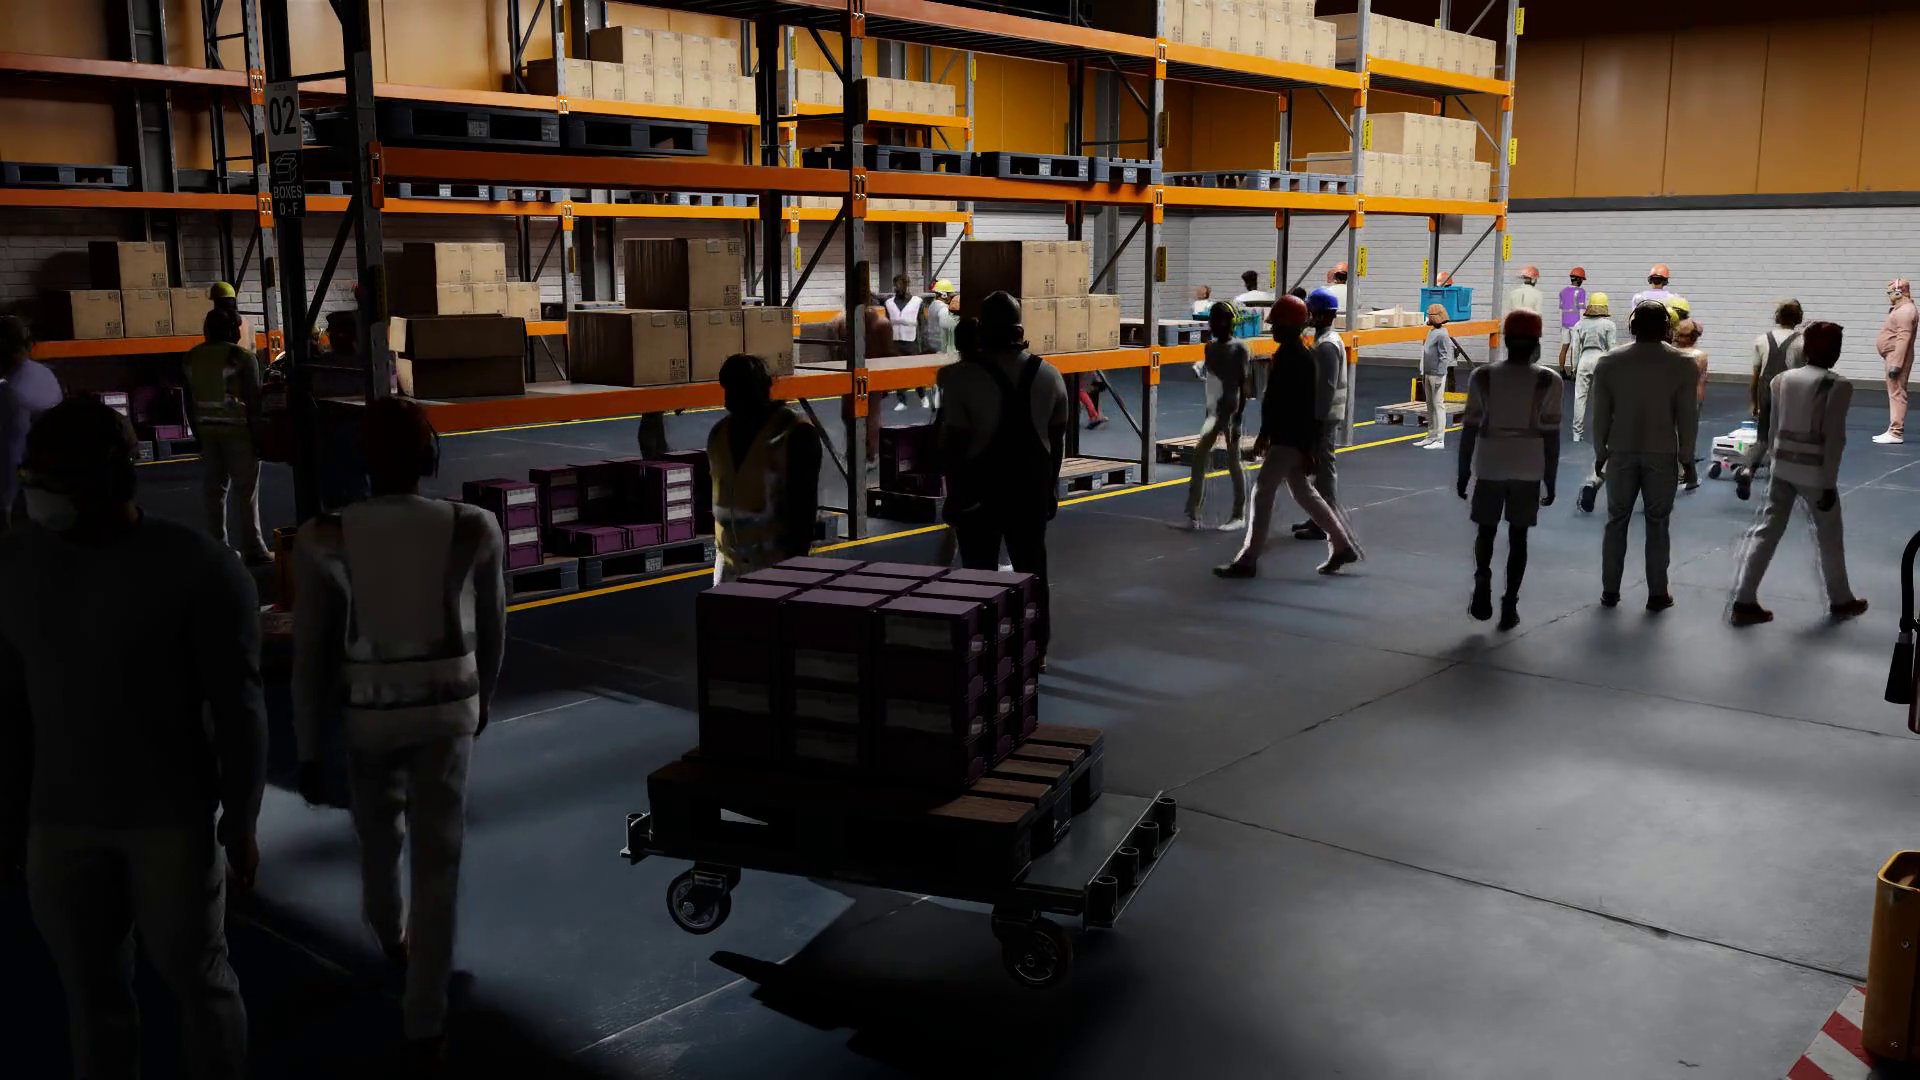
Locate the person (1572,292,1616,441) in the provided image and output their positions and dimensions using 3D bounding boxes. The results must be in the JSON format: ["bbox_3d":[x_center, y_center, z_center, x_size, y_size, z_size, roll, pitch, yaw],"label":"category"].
[{"bbox_3d":[7.387,-2.007,19.379,0.493,1.743,0.295,8,13,37],"label":"person"}]

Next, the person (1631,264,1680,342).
[{"bbox_3d":[9.277,-2.656,22.224,0.607,2.044,0.378,5,11,27],"label":"person"}]

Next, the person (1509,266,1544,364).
[{"bbox_3d":[8.858,-3.296,26.063,0.455,1.980,0.614,-8,13,-39],"label":"person"}]

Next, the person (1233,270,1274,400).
[{"bbox_3d":[4.371,-3.040,24.726,0.639,1.933,0.539,0,10,-2],"label":"person"}]

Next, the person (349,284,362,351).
[{"bbox_3d":[-6.537,-1.876,18.171,0.546,1.913,0.840,5,11,28],"label":"person"}]

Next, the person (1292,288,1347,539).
[{"bbox_3d":[2.811,-0.980,12.955,0.387,1.948,0.601,2,10,9],"label":"person"}]

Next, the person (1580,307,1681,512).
[{"bbox_3d":[5.709,-1.083,14.068,0.936,1.777,0.609,-6,12,-30],"label":"person"}]

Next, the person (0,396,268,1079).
[{"bbox_3d":[-1.887,0.637,3.775,0.632,1.936,0.359,0,10,2],"label":"person"}]

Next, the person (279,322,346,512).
[{"bbox_3d":[-4.578,-0.723,11.934,0.618,1.797,0.498,2,10,12],"label":"person"}]

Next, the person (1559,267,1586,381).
[{"bbox_3d":[10.425,-3.657,28.251,0.372,1.928,0.543,-5,11,-26],"label":"person"}]

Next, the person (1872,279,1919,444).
[{"bbox_3d":[10.811,-2.058,19.233,0.399,1.899,0.642,6,12,30],"label":"person"}]

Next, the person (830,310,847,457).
[{"bbox_3d":[-1.065,-1.817,18.082,0.626,1.821,0.625,9,14,43],"label":"person"}]

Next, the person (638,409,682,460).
[{"bbox_3d":[-2.862,-1.325,15.050,0.743,1.901,0.597,-9,13,-42],"label":"person"}]

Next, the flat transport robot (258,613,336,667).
[{"bbox_3d":[-3.435,0.528,9.136,1.431,0.197,0.652,-3,10,-16],"label":"flat transport robot"}]

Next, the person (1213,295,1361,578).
[{"bbox_3d":[2.287,-0.697,11.341,0.998,1.953,0.654,1,10,3],"label":"person"}]

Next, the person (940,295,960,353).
[{"bbox_3d":[-0.020,-2.420,22.036,0.497,1.636,0.284,5,11,25],"label":"person"}]

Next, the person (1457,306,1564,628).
[{"bbox_3d":[3.231,-0.414,9.816,0.584,1.911,0.628,4,11,23],"label":"person"}]

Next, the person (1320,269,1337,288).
[{"bbox_3d":[6.192,-3.545,27.672,0.404,1.906,0.651,-6,12,-30],"label":"person"}]

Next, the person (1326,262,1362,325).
[{"bbox_3d":[5.774,-3.192,25.272,0.605,2.045,0.377,1,10,5],"label":"person"}]

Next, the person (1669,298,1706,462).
[{"bbox_3d":[7.496,-1.645,17.332,0.814,1.727,0.533,-7,12,-34],"label":"person"}]

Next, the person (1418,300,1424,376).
[{"bbox_3d":[8.341,-3.710,29.374,0.522,1.639,0.305,4,11,21],"label":"person"}]

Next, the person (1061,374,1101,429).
[{"bbox_3d":[1.346,-2.229,20.729,0.926,1.714,0.506,6,12,32],"label":"person"}]

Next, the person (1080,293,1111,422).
[{"bbox_3d":[1.685,-2.319,21.331,0.612,1.676,0.546,-5,11,-28],"label":"person"}]

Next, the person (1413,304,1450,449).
[{"bbox_3d":[5.343,-1.843,18.761,0.279,1.633,0.501,-1,10,-5],"label":"person"}]

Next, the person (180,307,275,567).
[{"bbox_3d":[-5.184,-0.728,11.822,0.623,1.844,0.430,3,10,17],"label":"person"}]

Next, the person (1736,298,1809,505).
[{"bbox_3d":[7.105,-1.180,14.446,0.608,1.830,0.519,-9,13,-42],"label":"person"}]

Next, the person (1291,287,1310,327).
[{"bbox_3d":[5.181,-2.965,25.059,0.579,1.673,0.325,-4,11,-23],"label":"person"}]

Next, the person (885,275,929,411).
[{"bbox_3d":[-0.732,-2.762,23.314,0.636,1.882,0.743,4,11,21],"label":"person"}]

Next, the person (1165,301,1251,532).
[{"bbox_3d":[1.991,-0.949,13.101,0.840,1.831,0.543,-7,12,-36],"label":"person"}]

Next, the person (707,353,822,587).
[{"bbox_3d":[-0.842,0.049,7.533,0.626,1.805,0.935,5,11,28],"label":"person"}]

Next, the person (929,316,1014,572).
[{"bbox_3d":[0.076,-0.542,10.857,0.511,1.817,0.996,9,14,42],"label":"person"}]

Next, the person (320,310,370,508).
[{"bbox_3d":[-4.238,-0.700,11.690,0.584,1.828,0.484,7,12,33],"label":"person"}]

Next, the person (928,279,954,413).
[{"bbox_3d":[-0.227,-2.629,22.662,0.403,1.834,0.586,-3,11,-19],"label":"person"}]

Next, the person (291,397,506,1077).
[{"bbox_3d":[-1.593,0.505,4.807,0.570,1.829,1.007,-2,10,-14],"label":"person"}]

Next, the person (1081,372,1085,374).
[{"bbox_3d":[2.106,-3.868,29.935,0.335,1.759,0.529,2,10,12],"label":"person"}]

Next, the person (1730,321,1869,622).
[{"bbox_3d":[5.095,-0.404,10.036,1.005,1.828,0.590,-4,11,-23],"label":"person"}]

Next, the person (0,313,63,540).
[{"bbox_3d":[-4.967,-0.228,8.787,0.567,1.910,0.631,-3,10,-18],"label":"person"}]

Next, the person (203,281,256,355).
[{"bbox_3d":[-7.247,-1.595,16.515,0.382,1.924,0.594,4,11,24],"label":"person"}]

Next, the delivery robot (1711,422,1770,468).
[{"bbox_3d":[7.700,-0.915,16.278,0.707,0.478,0.477,-6,12,-31],"label":"delivery robot"}]

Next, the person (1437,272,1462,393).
[{"bbox_3d":[6.610,-2.702,22.813,0.541,1.932,0.382,8,13,38],"label":"person"}]

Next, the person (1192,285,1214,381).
[{"bbox_3d":[4.111,-3.509,28.256,0.412,1.624,0.529,-7,12,-36],"label":"person"}]

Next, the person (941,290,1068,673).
[{"bbox_3d":[0.196,-0.295,8.785,0.688,2.000,0.535,-4,11,-22],"label":"person"}]

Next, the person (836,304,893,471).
[{"bbox_3d":[-0.957,-1.648,16.914,0.659,1.890,0.518,6,11,29],"label":"person"}]

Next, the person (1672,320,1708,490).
[{"bbox_3d":[6.596,-1.204,15.204,0.837,1.593,0.506,-10,14,-44],"label":"person"}]

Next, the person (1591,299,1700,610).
[{"bbox_3d":[4.272,-0.530,10.418,0.631,1.940,0.372,6,12,30],"label":"person"}]
